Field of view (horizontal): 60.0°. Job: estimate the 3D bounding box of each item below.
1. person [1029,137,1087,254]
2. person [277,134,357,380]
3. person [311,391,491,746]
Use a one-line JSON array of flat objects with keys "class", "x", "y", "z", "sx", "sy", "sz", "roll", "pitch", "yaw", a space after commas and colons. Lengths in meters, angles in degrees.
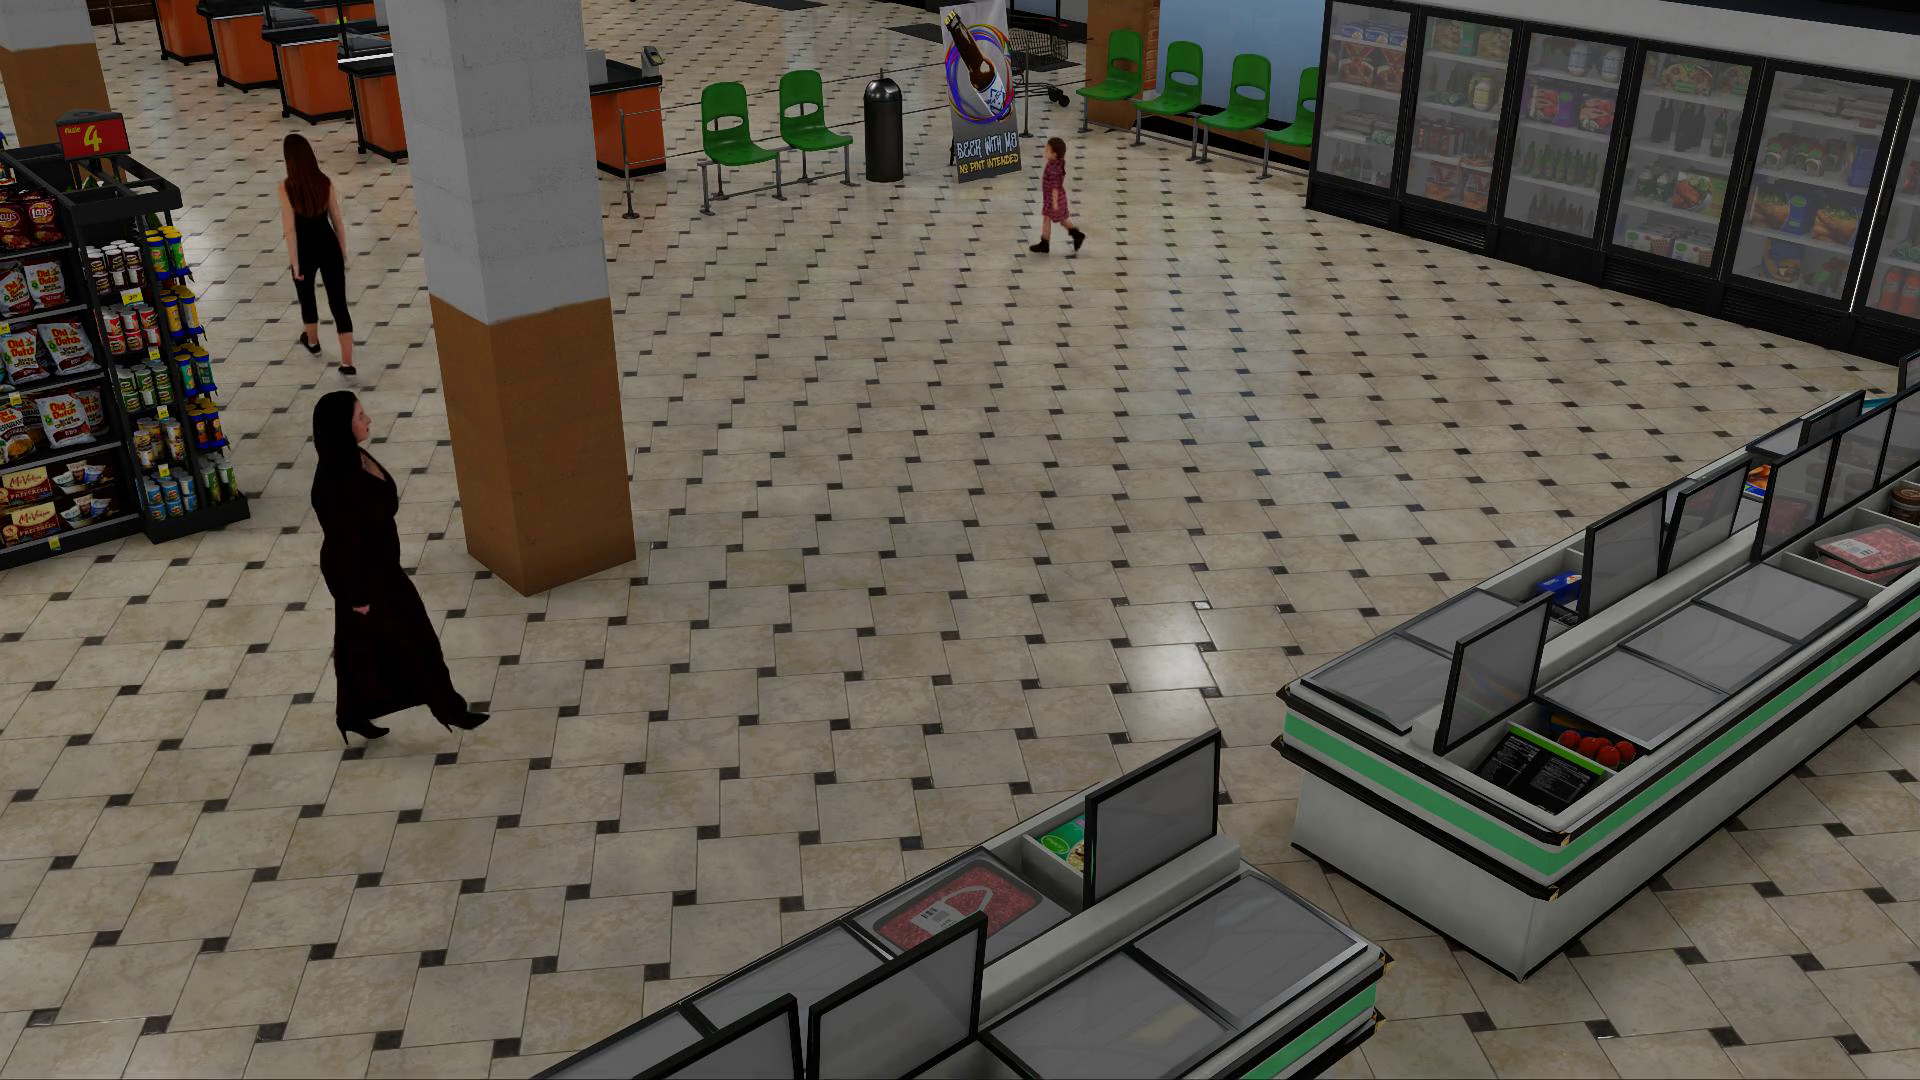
[{"class": "person", "x": 0.861, "y": -2.970, "z": 14.387, "sx": 0.722, "sy": 1.014, "sz": 0.698, "roll": 5, "pitch": 27, "yaw": 9}, {"class": "person", "x": -4.446, "y": -1.925, "z": 11.596, "sx": 1.086, "sy": 1.676, "sz": 0.691, "roll": -18, "pitch": 32, "yaw": -32}, {"class": "person", "x": -2.732, "y": 0.187, "z": 7.370, "sx": 0.986, "sy": 1.732, "sz": 0.826, "roll": -11, "pitch": 29, "yaw": -21}]
